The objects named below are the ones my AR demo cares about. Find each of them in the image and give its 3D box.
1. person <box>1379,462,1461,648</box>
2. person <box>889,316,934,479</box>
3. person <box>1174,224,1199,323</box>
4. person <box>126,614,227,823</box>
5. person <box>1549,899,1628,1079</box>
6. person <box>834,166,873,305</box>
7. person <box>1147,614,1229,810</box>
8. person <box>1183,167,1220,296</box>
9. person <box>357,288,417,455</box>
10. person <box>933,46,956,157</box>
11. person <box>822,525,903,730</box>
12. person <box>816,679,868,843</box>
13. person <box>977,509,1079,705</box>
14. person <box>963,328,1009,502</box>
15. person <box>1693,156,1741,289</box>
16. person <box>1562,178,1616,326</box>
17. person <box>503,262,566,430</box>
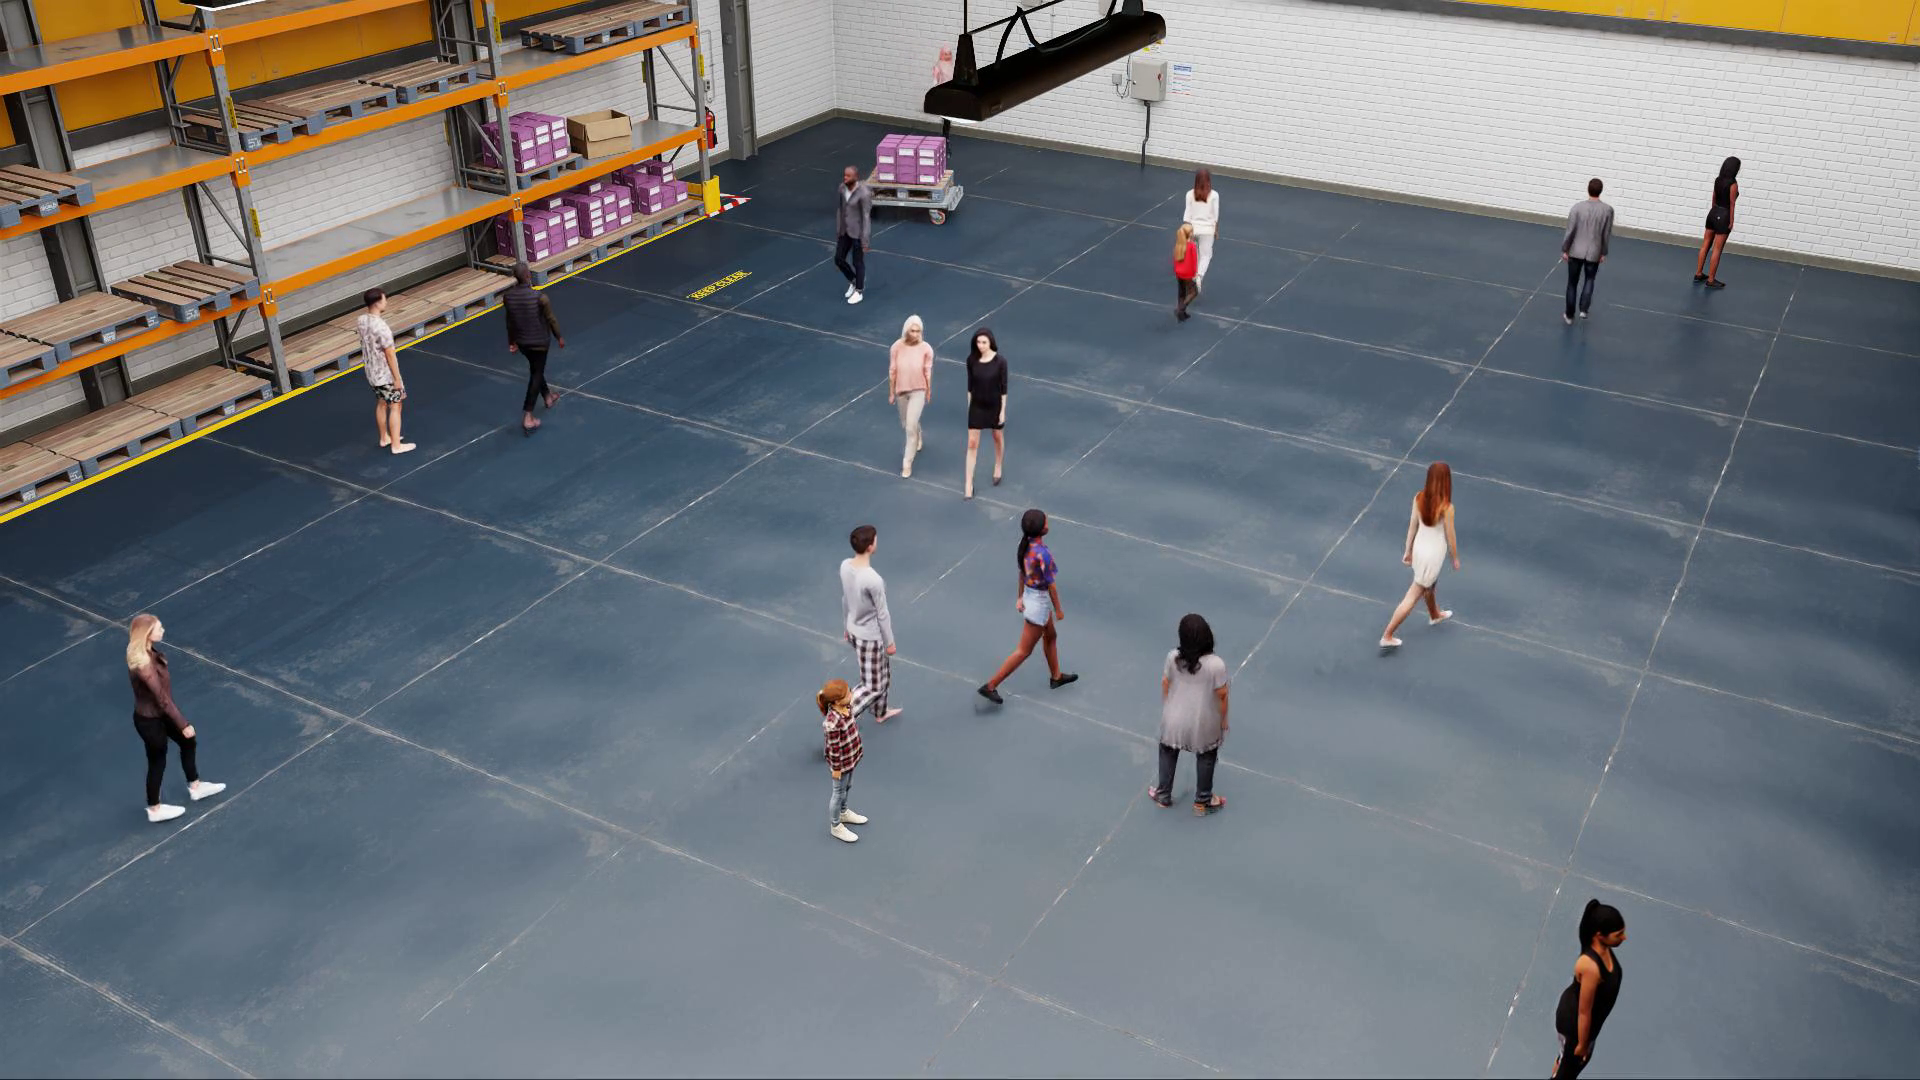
[{"bbox_3d":[3.915,0.174,14.129,1.227,1.666,0.973,-16,32,-26],"label":"person"},{"bbox_3d":[-0.500,-1.555,17.274,0.866,1.689,1.144,5,29,9],"label":"person"},{"bbox_3d":[2.815,-3.350,20.998,0.683,1.275,0.594,-22,36,-35],"label":"person"},{"bbox_3d":[-5.901,1.329,12.004,0.911,1.673,0.830,-12,31,-20],"label":"person"},{"bbox_3d":[3.535,2.716,9.471,0.635,1.664,0.458,13,31,23],"label":"person"},{"bbox_3d":[-1.326,-3.991,21.611,0.775,1.812,0.683,21,35,34],"label":"person"},{"bbox_3d":[1.716,1.283,12.173,0.814,1.592,0.735,18,33,29],"label":"person"},{"bbox_3d":[3.165,-4.031,21.831,0.737,1.672,0.999,8,30,14],"label":"person"},{"bbox_3d":[-6.117,-1.786,17.573,0.713,1.809,0.630,21,35,34],"label":"person"},{"bbox_3d":[-0.258,-7.376,27.844,0.860,1.786,0.907,-15,32,-25],"label":"person"},{"bbox_3d":[-0.780,0.769,12.877,1.138,1.820,0.911,-19,34,-31],"label":"person"},{"bbox_3d":[-0.856,1.553,11.979,0.644,1.304,0.531,8,30,14],"label":"person"},{"bbox_3d":[0.537,0.578,13.348,1.212,1.705,1.049,-11,31,-19],"label":"person"},{"bbox_3d":[0.314,-1.306,16.745,0.792,1.759,1.162,7,29,13],"label":"person"},{"bbox_3d":[10.119,-4.249,22.156,0.730,1.743,0.666,-7,29,-12],"label":"person"},{"bbox_3d":[7.822,-3.565,20.776,0.782,1.865,0.753,7,29,12],"label":"person"},{"bbox_3d":[-4.691,-2.086,18.142,0.873,1.791,1.252,9,30,16],"label":"person"}]
